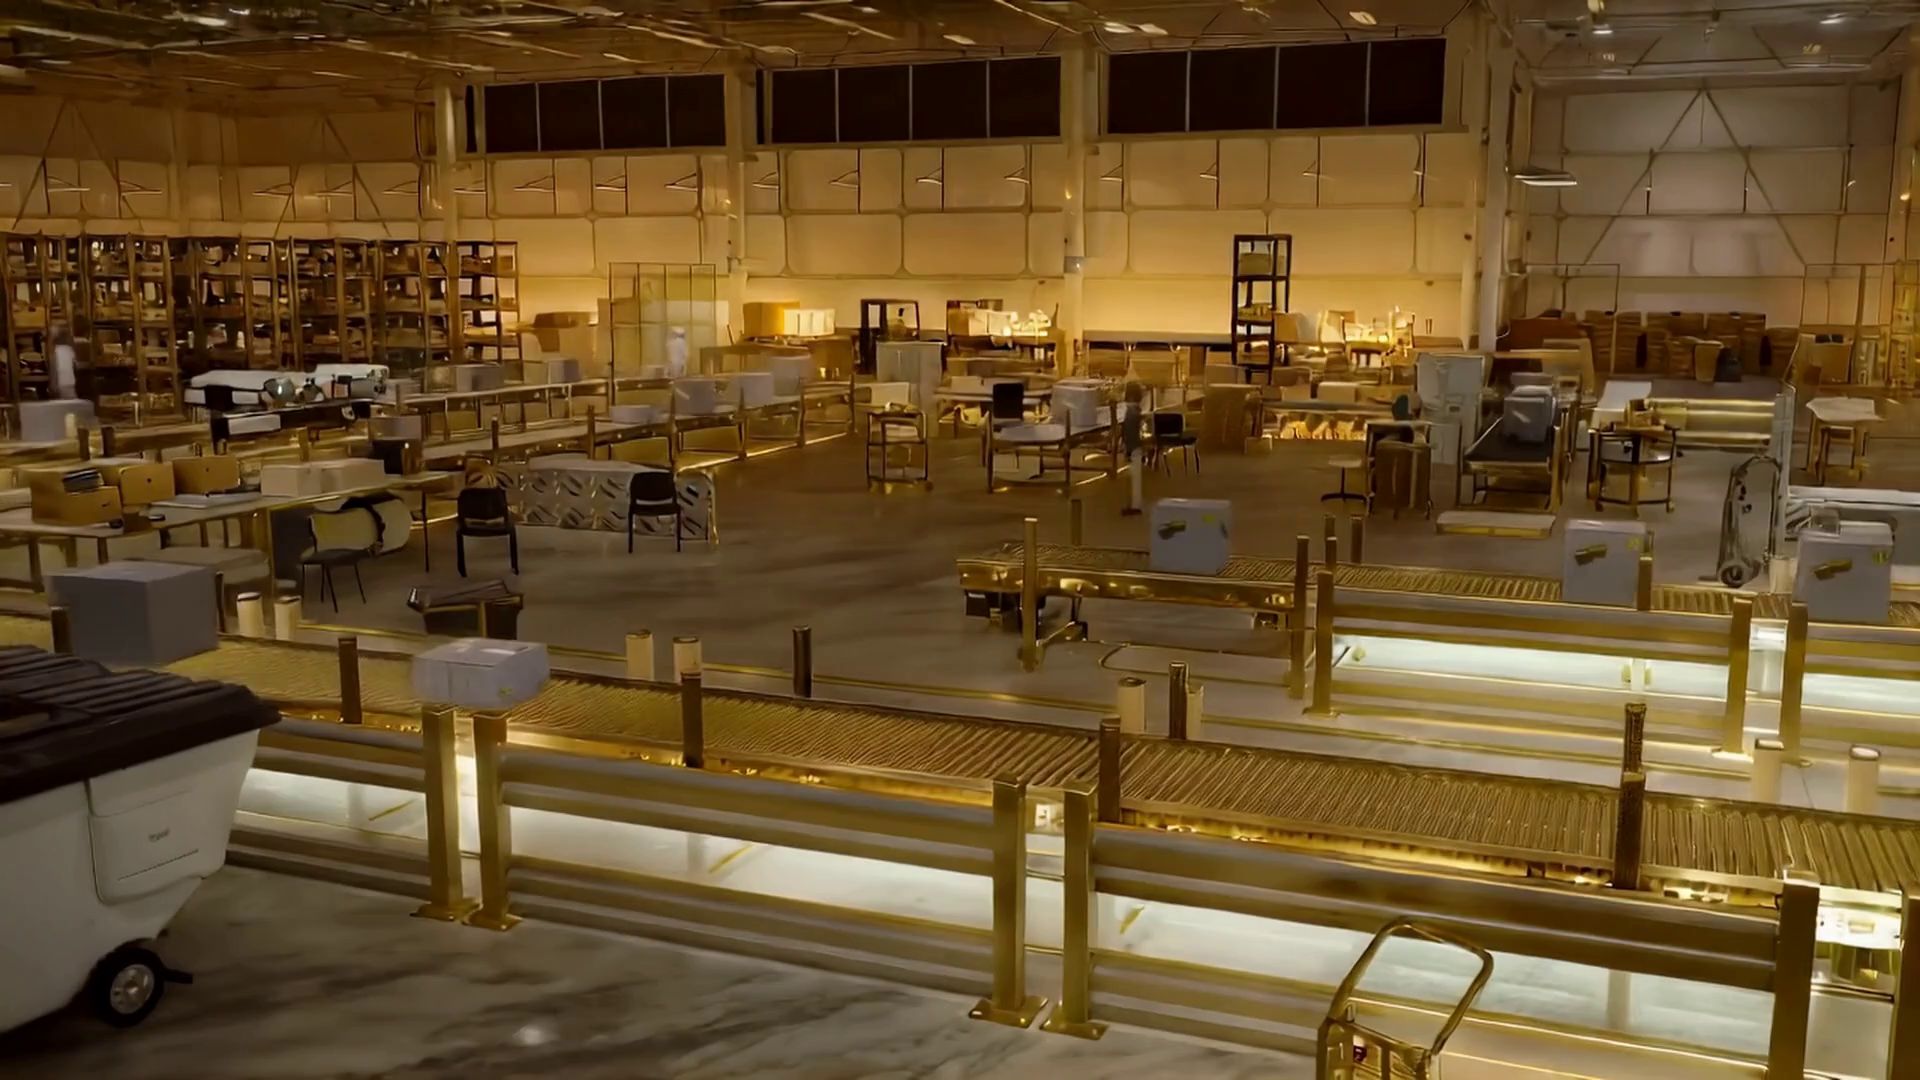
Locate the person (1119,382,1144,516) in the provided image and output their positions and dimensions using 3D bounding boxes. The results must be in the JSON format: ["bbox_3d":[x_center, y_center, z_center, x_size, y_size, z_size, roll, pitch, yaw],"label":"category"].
[{"bbox_3d":[2.089,-1.106,20.219,0.283,1.633,0.500,1,9,7],"label":"person"}]

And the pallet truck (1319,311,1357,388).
[{"bbox_3d":[9.071,-4.419,39.190,0.823,1.965,1.885,5,10,26],"label":"pallet truck"}]

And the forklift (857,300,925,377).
[{"bbox_3d":[-1.732,-5.109,42.468,1.157,1.987,2.680,4,10,22],"label":"forklift"}]

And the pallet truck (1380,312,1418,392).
[{"bbox_3d":[10.207,-4.283,38.369,0.823,1.965,1.885,3,10,20],"label":"pallet truck"}]

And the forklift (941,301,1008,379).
[{"bbox_3d":[0.365,-4.966,41.571,1.157,1.987,2.680,3,10,20],"label":"forklift"}]

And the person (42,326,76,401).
[{"bbox_3d":[-15.711,-2.723,28.947,1.012,1.978,0.606,5,10,26],"label":"person"}]

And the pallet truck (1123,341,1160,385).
[{"bbox_3d":[4.445,-4.380,41.279,0.680,1.201,1.601,4,10,22],"label":"pallet truck"}]

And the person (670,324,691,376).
[{"bbox_3d":[-6.118,-3.843,36.409,0.544,1.754,0.364,6,11,32],"label":"person"}]

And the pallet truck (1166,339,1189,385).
[{"bbox_3d":[5.418,-4.269,40.420,0.704,1.261,1.522,3,10,20],"label":"pallet truck"}]

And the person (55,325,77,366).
[{"bbox_3d":[-19.514,-3.917,36.179,0.608,1.988,0.392,0,9,2],"label":"person"}]

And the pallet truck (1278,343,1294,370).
[{"bbox_3d":[7.886,-4.163,39.743,0.653,1.274,1.630,4,10,22],"label":"pallet truck"}]
